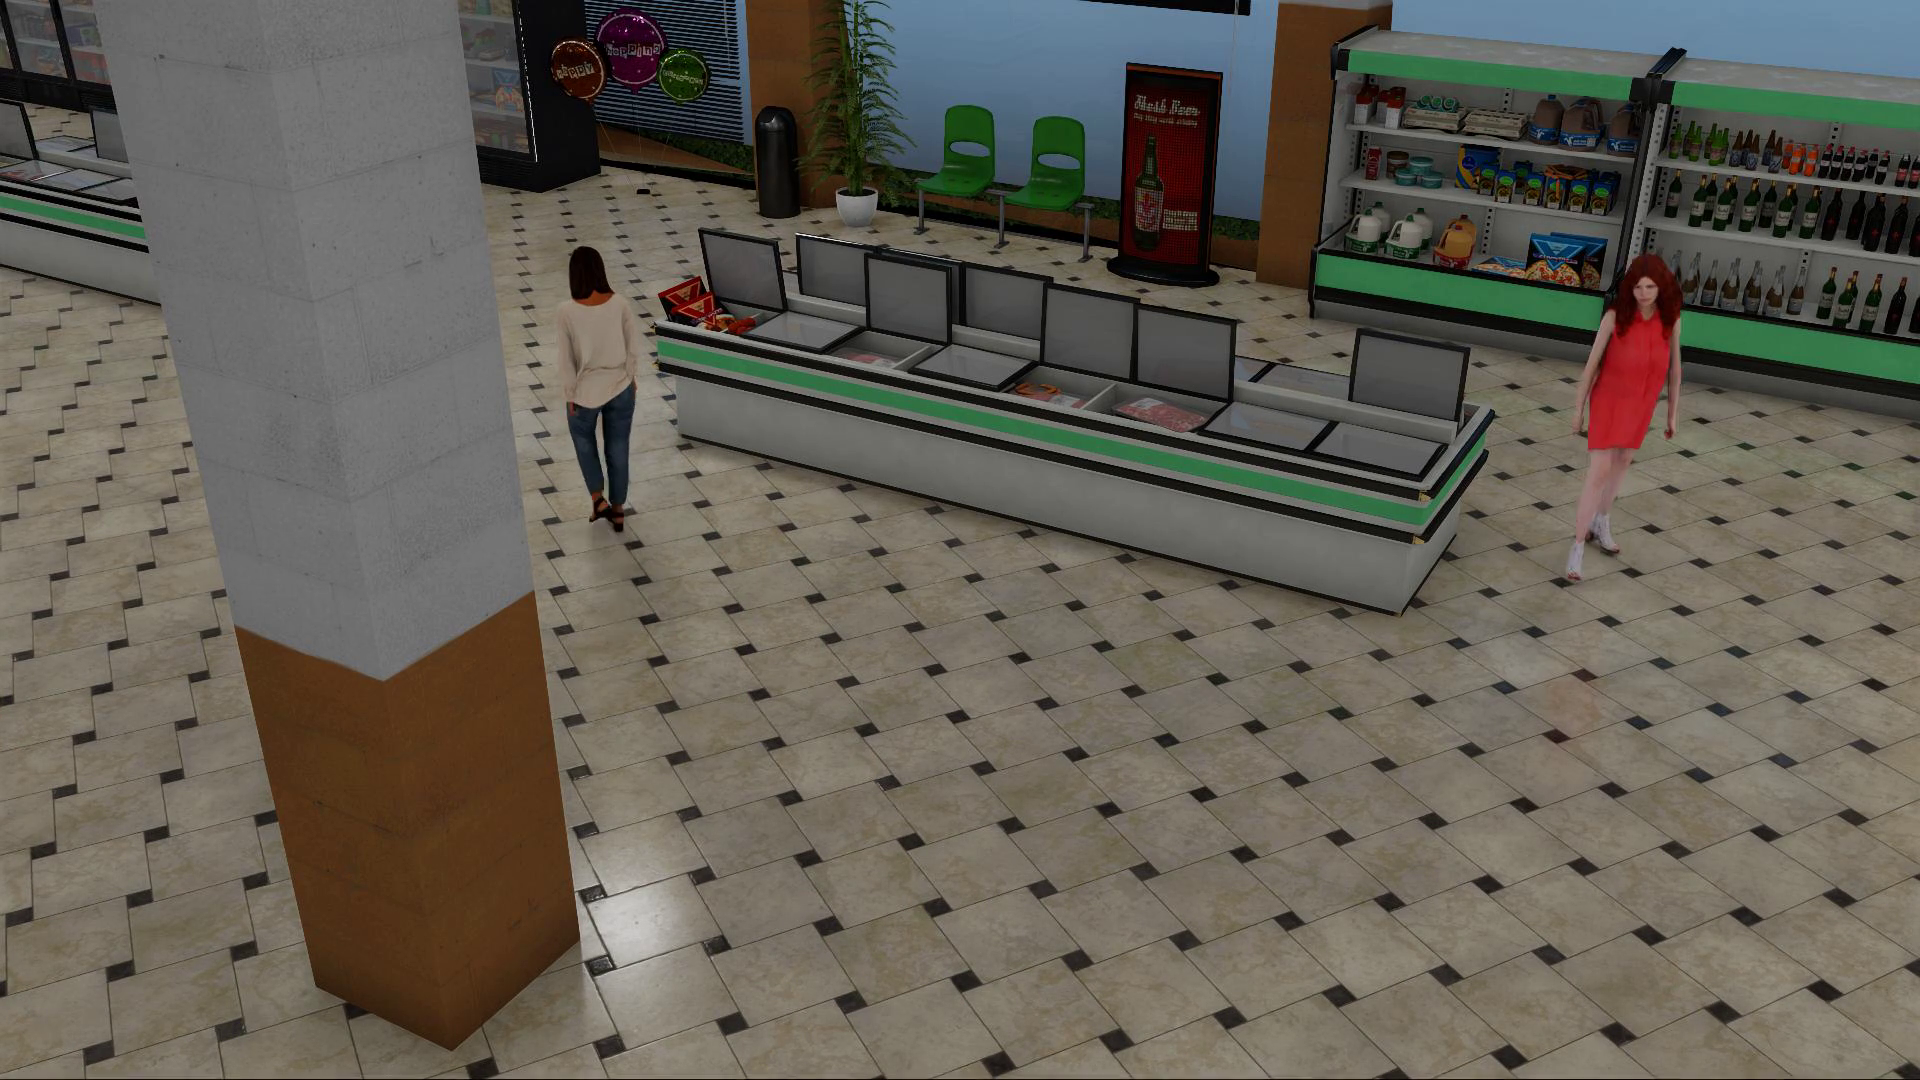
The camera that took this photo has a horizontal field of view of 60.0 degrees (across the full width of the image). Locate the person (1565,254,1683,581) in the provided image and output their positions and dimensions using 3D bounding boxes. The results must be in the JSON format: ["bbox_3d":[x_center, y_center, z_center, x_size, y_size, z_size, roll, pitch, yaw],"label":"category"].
[{"bbox_3d":[3.565,-0.693,8.948,0.929,1.790,0.976,-6,28,-13],"label":"person"}]

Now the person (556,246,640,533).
[{"bbox_3d":[-1.987,-0.799,9.295,0.724,1.665,0.770,-10,29,-19],"label":"person"}]
